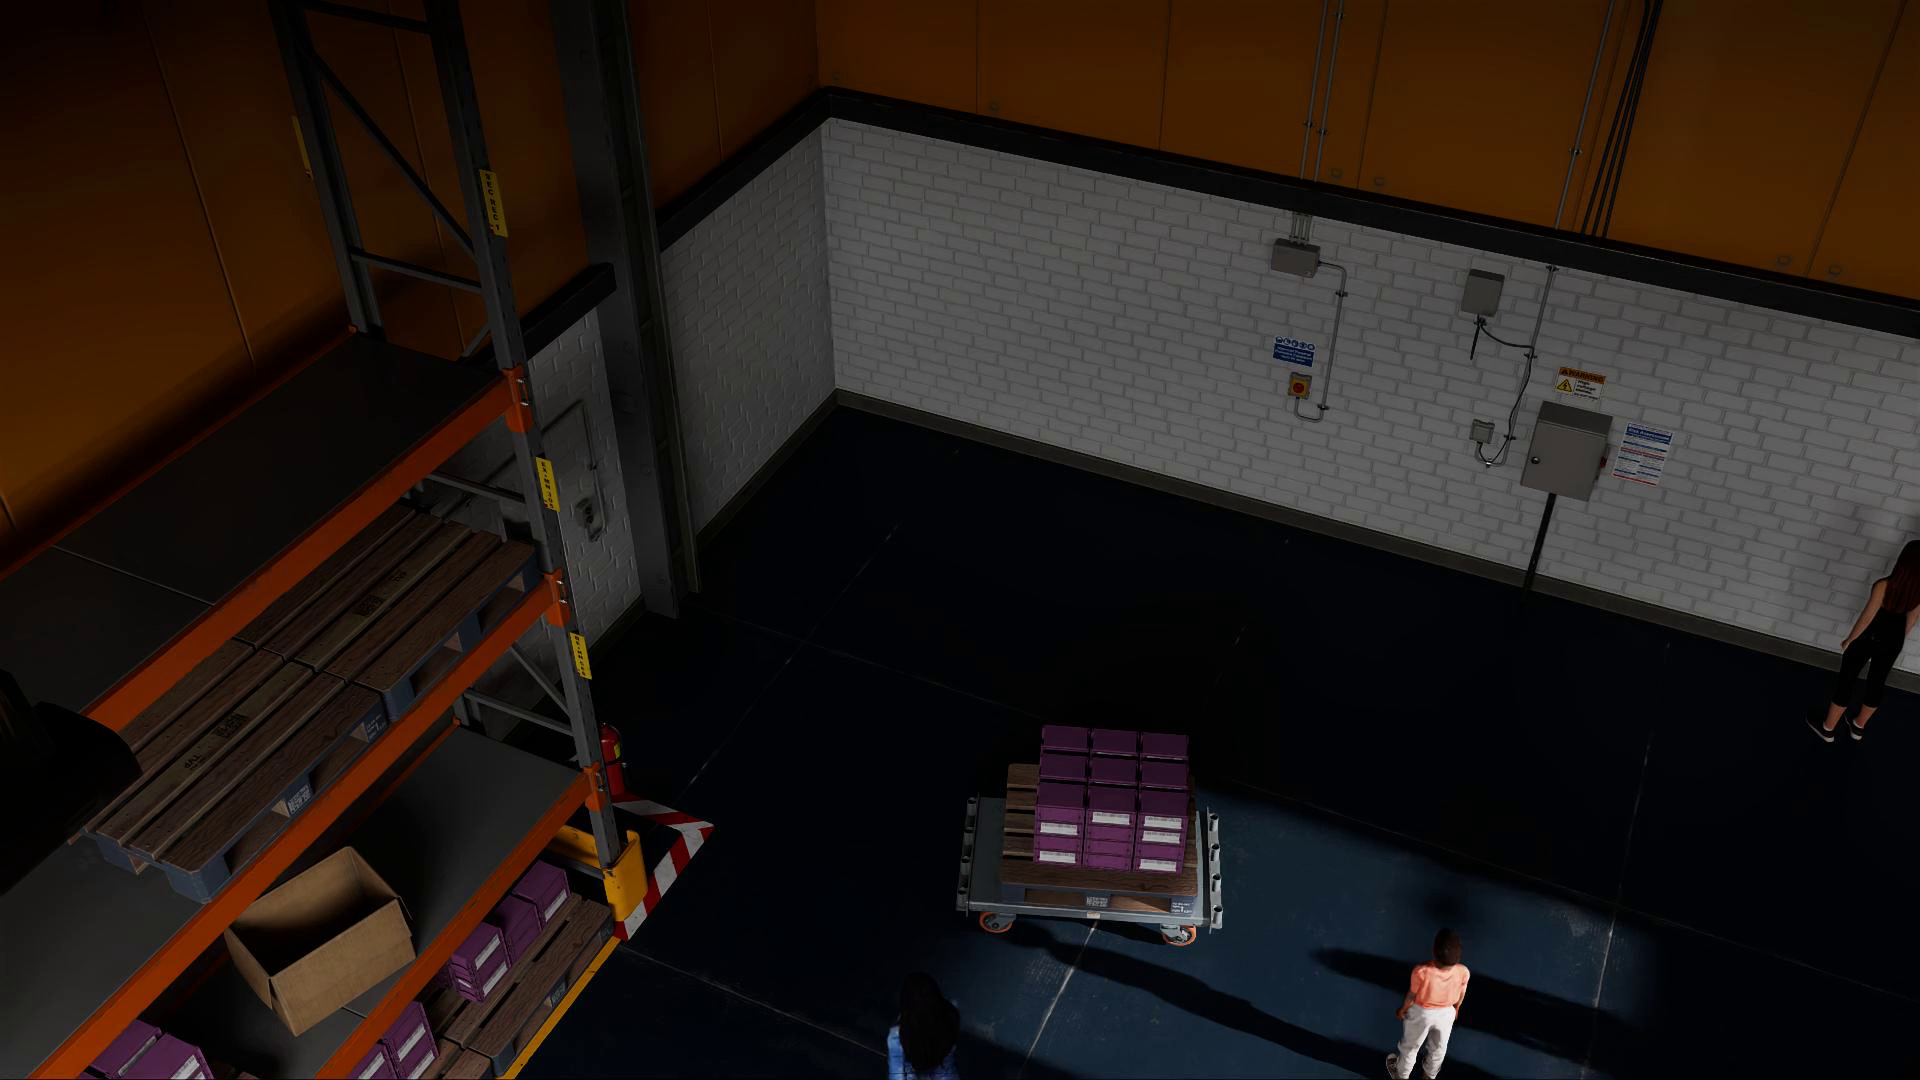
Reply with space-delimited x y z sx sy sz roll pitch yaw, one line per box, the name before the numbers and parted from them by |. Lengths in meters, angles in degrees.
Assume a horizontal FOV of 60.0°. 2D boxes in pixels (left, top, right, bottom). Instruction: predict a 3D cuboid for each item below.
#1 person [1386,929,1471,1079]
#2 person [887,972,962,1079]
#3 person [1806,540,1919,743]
person | 2.645 2.643 9.333 0.554 1.311 0.568 2 39 3
person | -0.122 2.906 8.721 1.175 1.663 1.172 -17 42 -20
person | 6.311 0.696 11.438 0.639 1.726 0.649 -2 39 -3
